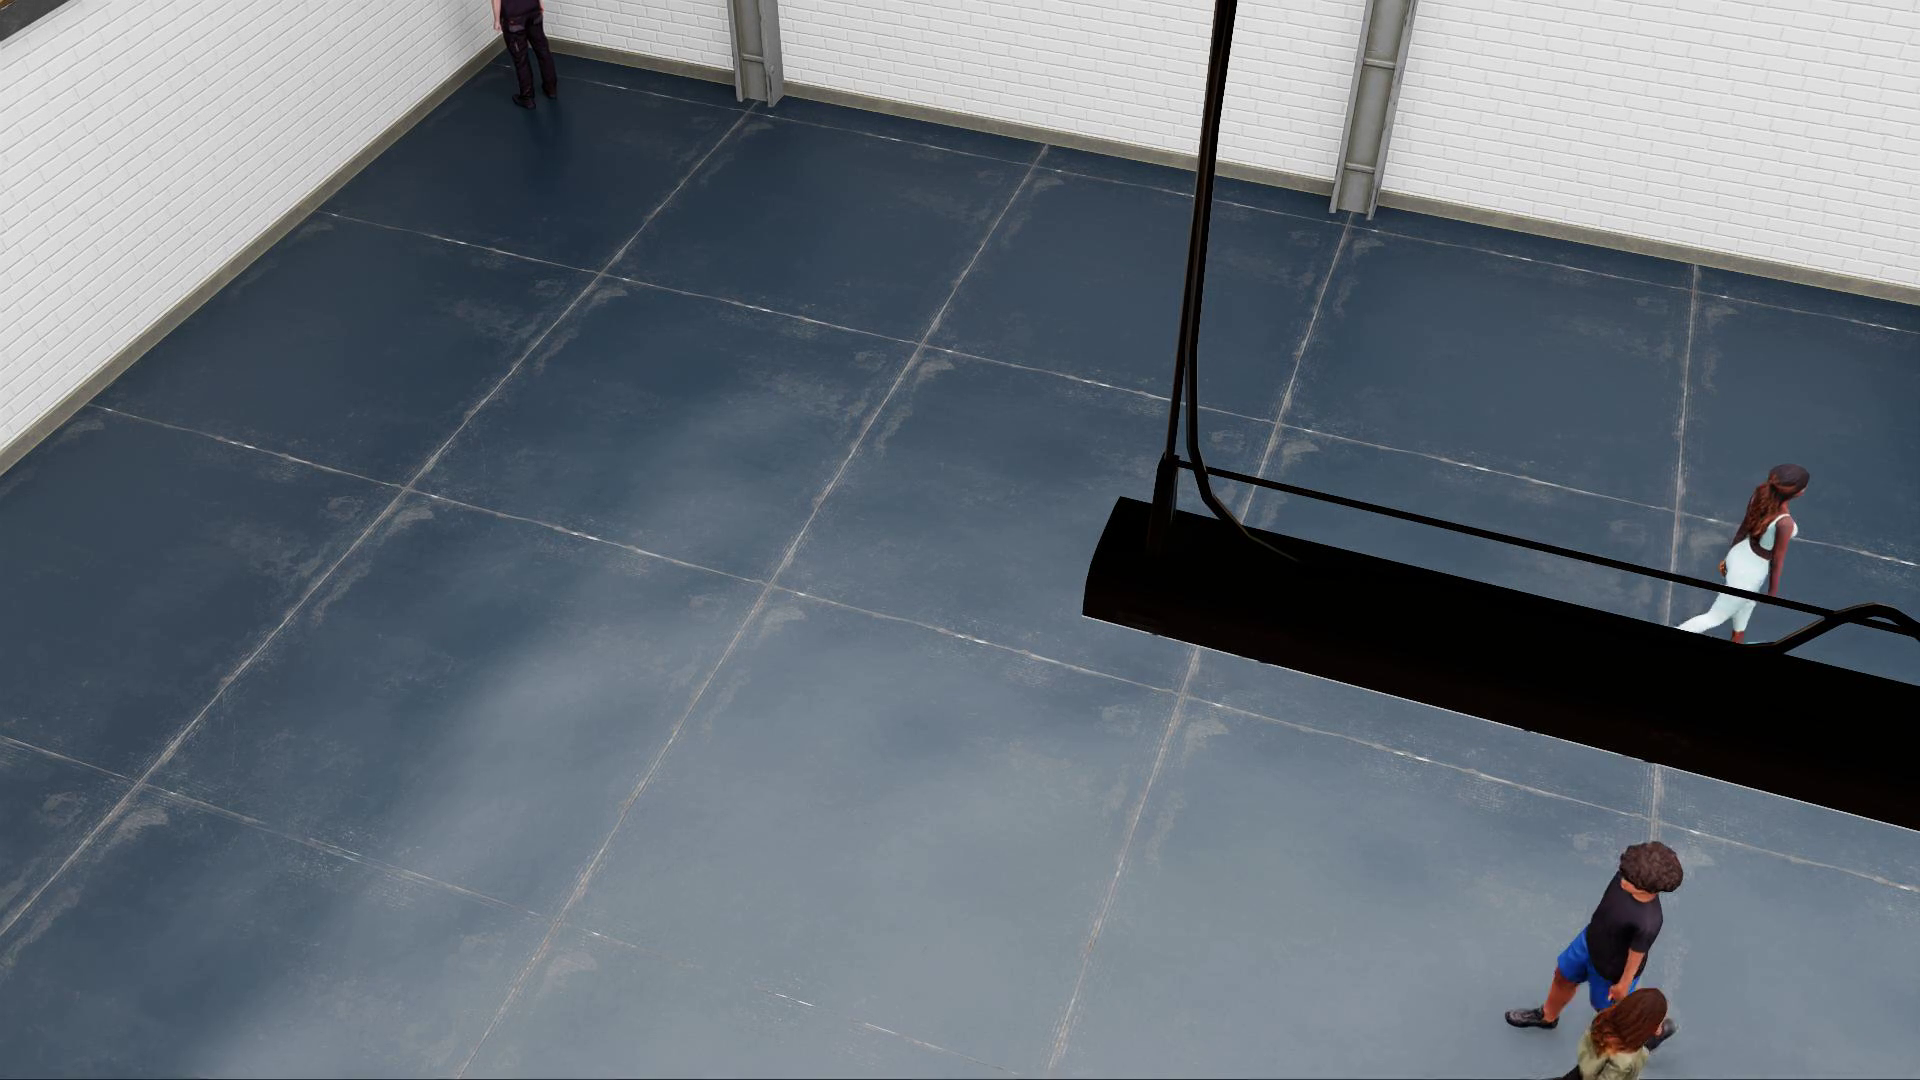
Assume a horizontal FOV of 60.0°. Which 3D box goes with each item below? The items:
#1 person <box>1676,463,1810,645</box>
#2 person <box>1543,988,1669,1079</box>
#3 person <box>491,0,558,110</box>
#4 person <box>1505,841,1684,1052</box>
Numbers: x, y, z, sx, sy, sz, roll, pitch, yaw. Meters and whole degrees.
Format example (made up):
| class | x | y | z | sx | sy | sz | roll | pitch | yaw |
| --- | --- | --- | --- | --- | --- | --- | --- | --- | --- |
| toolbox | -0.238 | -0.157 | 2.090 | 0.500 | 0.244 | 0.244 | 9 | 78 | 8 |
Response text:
| class | x | y | z | sx | sy | sz | roll | pitch | yaw |
| --- | --- | --- | --- | --- | --- | --- | --- | --- | --- |
| person | 4.949 | 0.224 | 10.638 | 1.198 | 1.696 | 0.832 | -1 | 44 | -1 |
| person | 3.114 | 2.650 | 8.276 | 0.962 | 1.441 | 0.577 | 15 | 46 | 15 |
| person | -4.257 | -5.100 | 16.118 | 0.805 | 1.845 | 0.778 | -32 | 52 | -29 |
| person | 3.464 | 2.133 | 8.581 | 1.143 | 1.769 | 0.832 | 3 | 44 | 3 |
